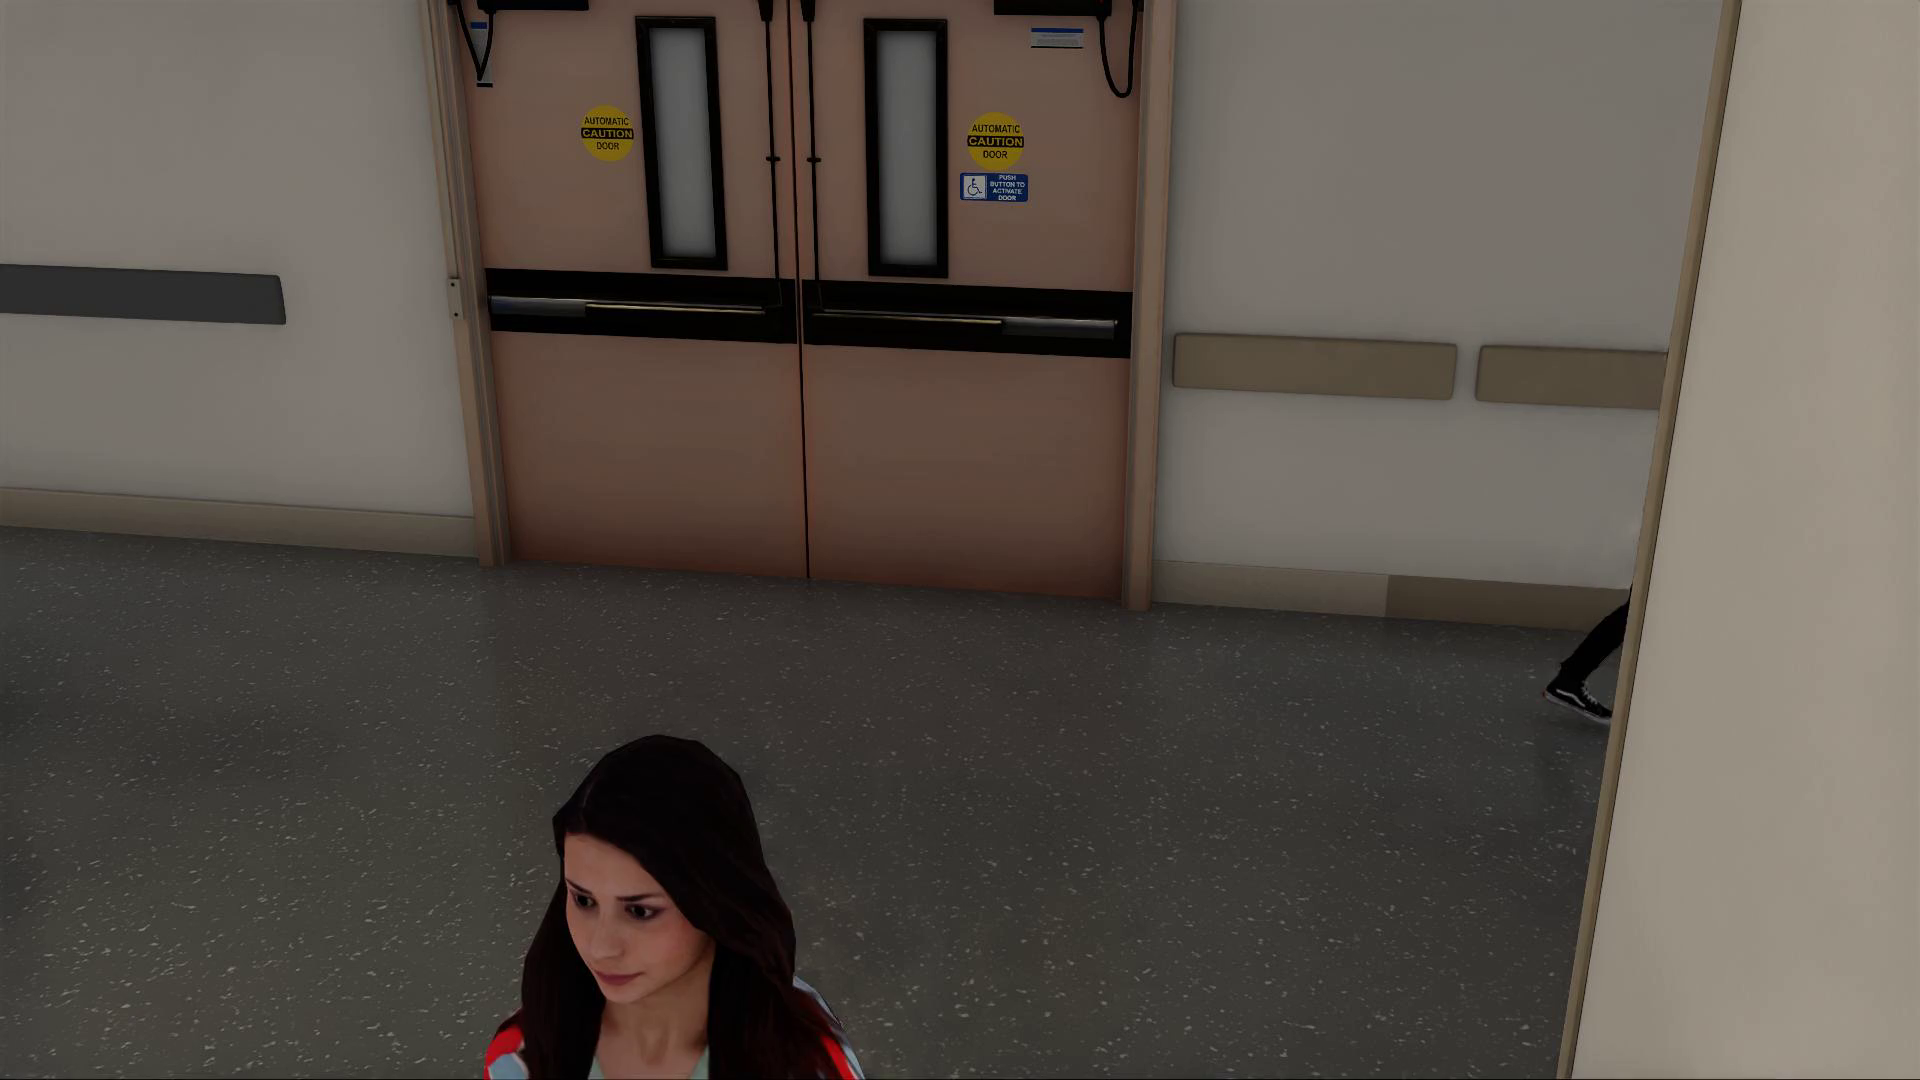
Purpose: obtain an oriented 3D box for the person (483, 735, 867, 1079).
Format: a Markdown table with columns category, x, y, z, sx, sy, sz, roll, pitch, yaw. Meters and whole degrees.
| category | x | y | z | sx | sy | sz | roll | pitch | yaw |
| --- | --- | --- | --- | --- | --- | --- | --- | --- | --- |
| person | -0.254 | 0.929 | 1.906 | 0.963 | 1.575 | 0.743 | 5 | 21 | 14 |
